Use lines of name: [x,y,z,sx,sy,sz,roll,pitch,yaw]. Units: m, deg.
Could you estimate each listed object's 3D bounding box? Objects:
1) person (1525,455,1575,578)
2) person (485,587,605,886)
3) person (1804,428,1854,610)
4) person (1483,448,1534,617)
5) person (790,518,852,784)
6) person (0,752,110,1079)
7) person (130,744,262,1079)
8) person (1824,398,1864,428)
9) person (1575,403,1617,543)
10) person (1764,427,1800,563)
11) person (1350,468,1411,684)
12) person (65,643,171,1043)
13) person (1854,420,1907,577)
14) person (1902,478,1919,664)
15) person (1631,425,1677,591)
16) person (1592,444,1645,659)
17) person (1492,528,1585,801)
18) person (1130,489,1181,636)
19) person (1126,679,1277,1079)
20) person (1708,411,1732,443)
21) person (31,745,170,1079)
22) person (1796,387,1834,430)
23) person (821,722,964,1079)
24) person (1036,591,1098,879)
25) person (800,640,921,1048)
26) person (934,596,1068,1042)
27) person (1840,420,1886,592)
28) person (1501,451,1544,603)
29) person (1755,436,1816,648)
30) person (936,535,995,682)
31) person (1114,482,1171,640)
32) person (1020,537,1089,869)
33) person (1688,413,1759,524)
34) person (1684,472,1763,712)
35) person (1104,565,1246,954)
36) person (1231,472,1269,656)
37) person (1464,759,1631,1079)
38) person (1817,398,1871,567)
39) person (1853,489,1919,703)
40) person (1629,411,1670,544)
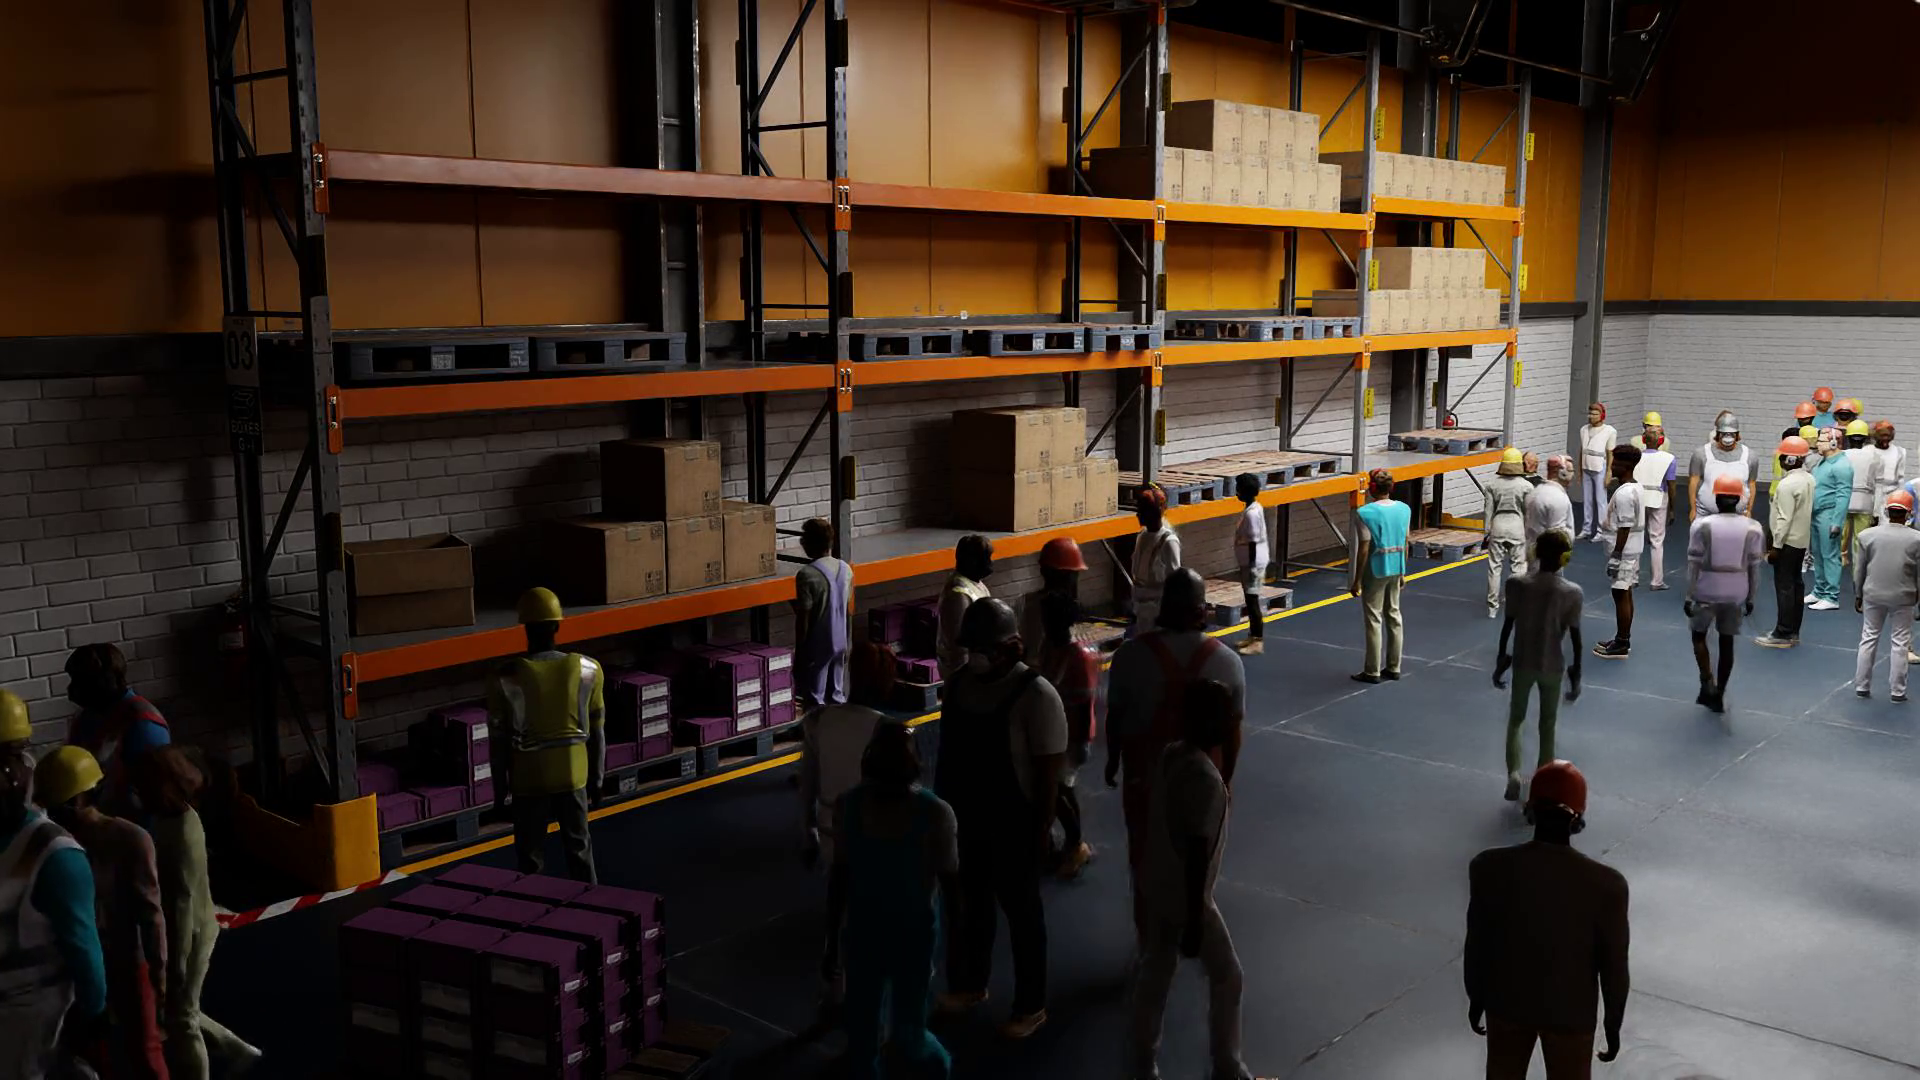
person: [5.289,0.177,14.987,0.459,1.885,0.660,1,9,5]
person: [-2.071,1.187,8.333,0.584,1.918,0.409,-5,10,-29]
person: [9.067,-0.222,17.441,0.404,1.906,0.652,1,9,8]
person: [5.588,-0.066,16.966,0.489,1.741,0.321,4,10,25]
person: [-0.941,0.761,11.337,0.353,1.837,0.511,7,11,38]
person: [-3.380,1.620,5.981,0.657,1.800,0.982,4,10,26]
person: [-3.076,1.593,6.630,0.418,1.619,0.506,-7,11,-36]
person: [11.632,-0.930,21.999,0.592,1.911,0.601,-6,11,-35]
person: [8.409,-0.889,21.963,0.388,1.837,0.561,-4,10,-25]
person: [9.959,-0.518,20.062,0.322,1.688,0.540,1,9,3]
person: [3.596,0.314,14.200,0.564,1.838,0.390,-5,10,-27]
person: [-3.781,1.360,7.500,0.631,1.837,0.432,7,11,37]
person: [10.478,-0.433,18.933,0.621,1.853,0.811,1,9,8]
person: [8.711,0.117,14.870,0.602,2.035,0.415,1,9,7]
person: [7.650,-0.352,18.470,0.567,1.847,0.389,8,12,41]
person: [6.036,0.098,15.182,0.367,1.966,0.606,5,10,29]
person: [3.756,0.831,10.814,0.552,1.850,0.541,5,10,31]
person: [1.458,0.546,12.553,0.339,1.883,0.584,-3,9,-20]
person: [1.021,1.466,6.854,0.792,1.811,0.524,-3,9,-18]
person: [10.679,-1.003,23.355,0.501,1.632,0.285,-5,10,-29]
person: [-3.231,1.599,6.232,0.535,1.744,0.410,1,9,4]
person: [11.754,-1.095,22.787,0.626,1.991,0.393,1,9,7]
person: [-0.238,1.535,6.402,0.566,1.815,0.602,3,9,19]
person: [0.581,1.113,9.551,0.394,1.680,0.544,-3,9,-21]
person: [-0.404,1.349,7.421,0.601,1.873,0.535,6,11,33]
person: [0.129,1.241,7.571,0.683,2.000,0.535,8,12,42]
person: [9.784,-0.353,18.255,0.586,1.920,0.397,4,10,25]
person: [6.009,-0.126,17.682,0.512,1.641,0.307,-6,11,-34]
person: [7.774,0.017,15.610,0.612,1.997,0.375,-9,12,-44]
person: [0.070,0.874,10.615,0.428,1.836,0.627,1,9,9]
person: [1.429,0.455,13.277,0.504,1.855,0.523,-2,9,-12]
person: [0.510,0.938,9.879,0.485,1.938,0.753,-4,10,-26]
person: [8.134,-0.334,17.733,0.684,2.000,0.538,2,9,15]
person: [6.060,0.416,13.257,0.551,1.923,0.392,2,9,13]
person: [1.087,1.105,8.451,0.685,2.000,0.942,0,9,2]
person: [2.674,0.217,15.345,0.345,1.683,0.543,2,9,13]
person: [2.093,1.641,5.950,0.568,1.743,0.349,5,10,29]
person: [10.592,-0.686,20.048,0.611,2.032,0.411,5,10,29]
person: [7.614,0.454,13.599,0.566,1.744,0.350,8,12,41]
person: [8.923,-0.788,21.563,0.525,1.762,0.340,0,9,2]
